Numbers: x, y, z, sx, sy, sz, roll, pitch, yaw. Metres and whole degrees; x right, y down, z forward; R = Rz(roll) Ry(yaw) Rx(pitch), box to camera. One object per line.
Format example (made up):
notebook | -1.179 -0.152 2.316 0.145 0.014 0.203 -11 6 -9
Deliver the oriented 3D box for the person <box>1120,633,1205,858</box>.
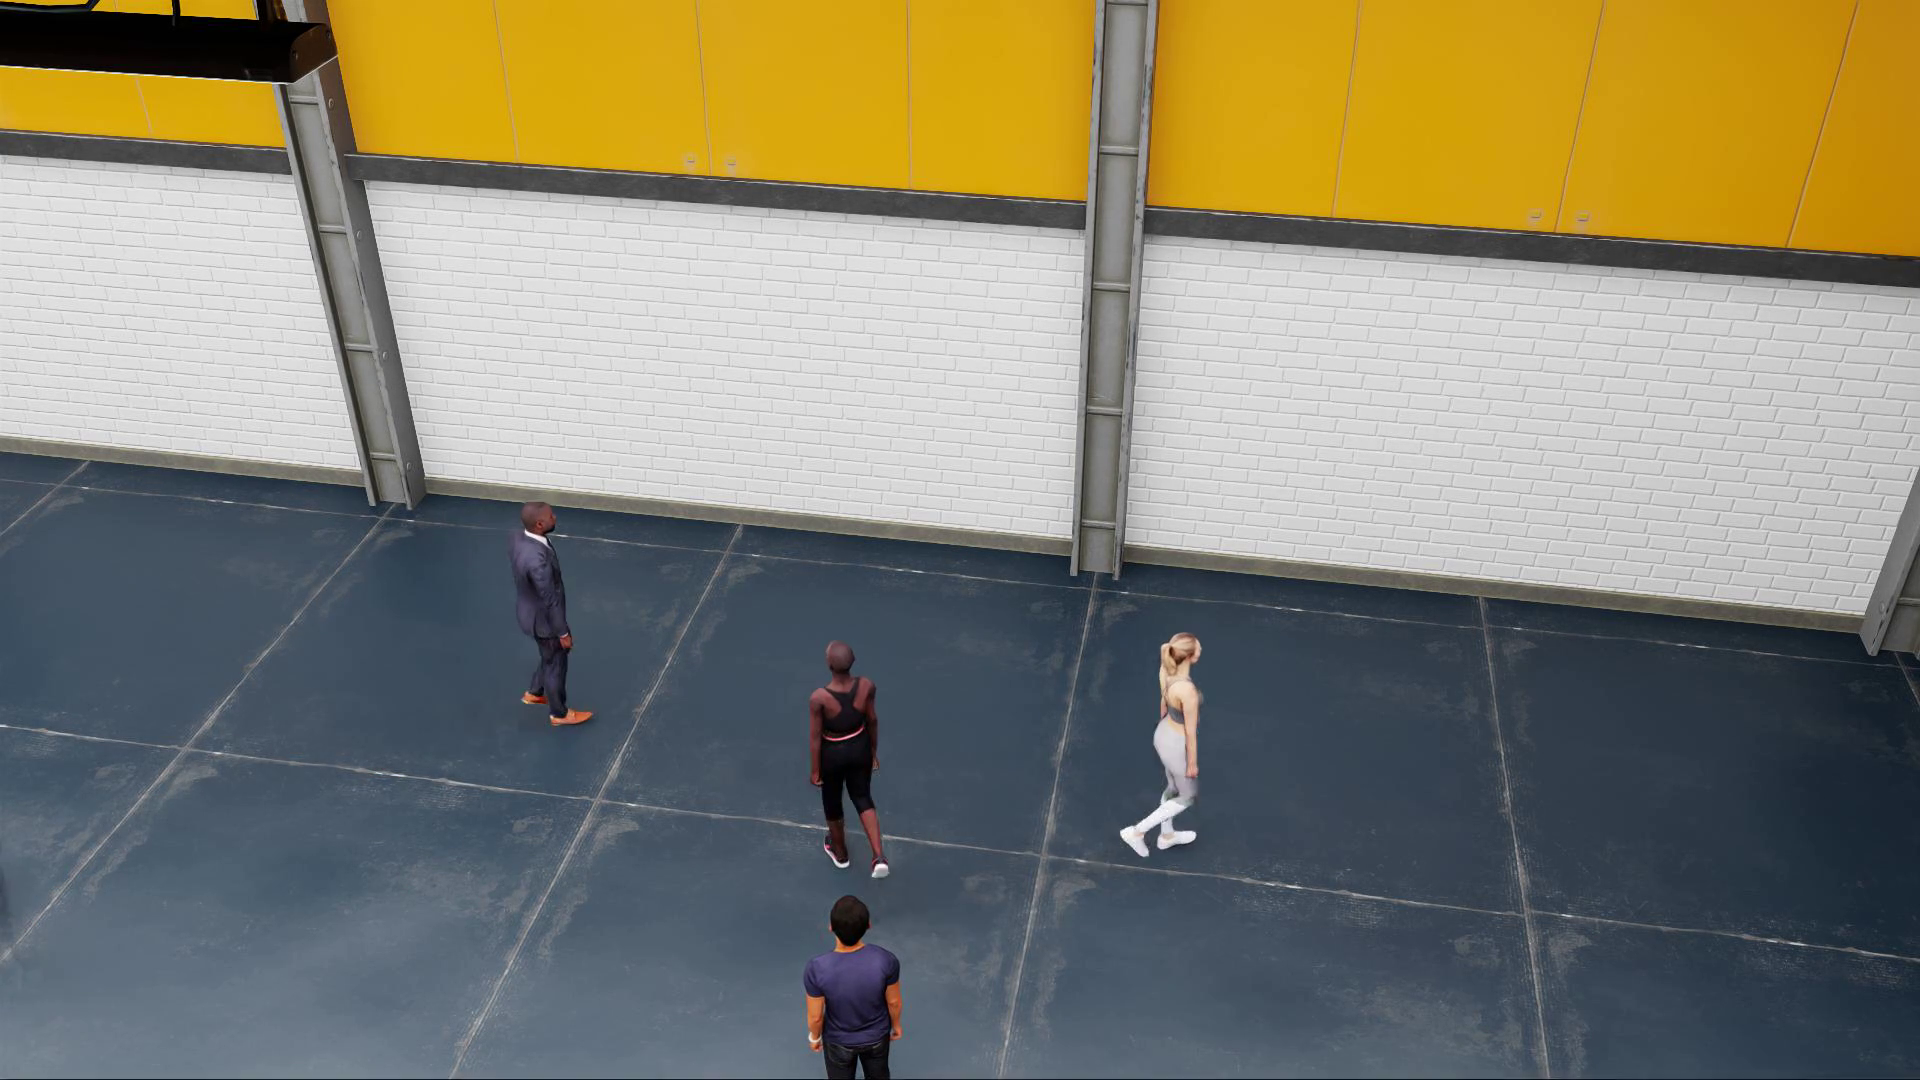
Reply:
person | 1.255 1.300 10.215 0.900 1.693 0.782 -10 35 -15

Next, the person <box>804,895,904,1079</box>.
person | -0.522 2.476 8.354 0.622 1.793 0.772 -8 35 -12

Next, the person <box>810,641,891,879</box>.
person | -0.663 1.384 10.044 0.952 1.743 0.956 -15 37 -22

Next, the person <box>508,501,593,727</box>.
person | -2.884 0.541 11.248 0.880 1.813 0.850 -14 36 -19
